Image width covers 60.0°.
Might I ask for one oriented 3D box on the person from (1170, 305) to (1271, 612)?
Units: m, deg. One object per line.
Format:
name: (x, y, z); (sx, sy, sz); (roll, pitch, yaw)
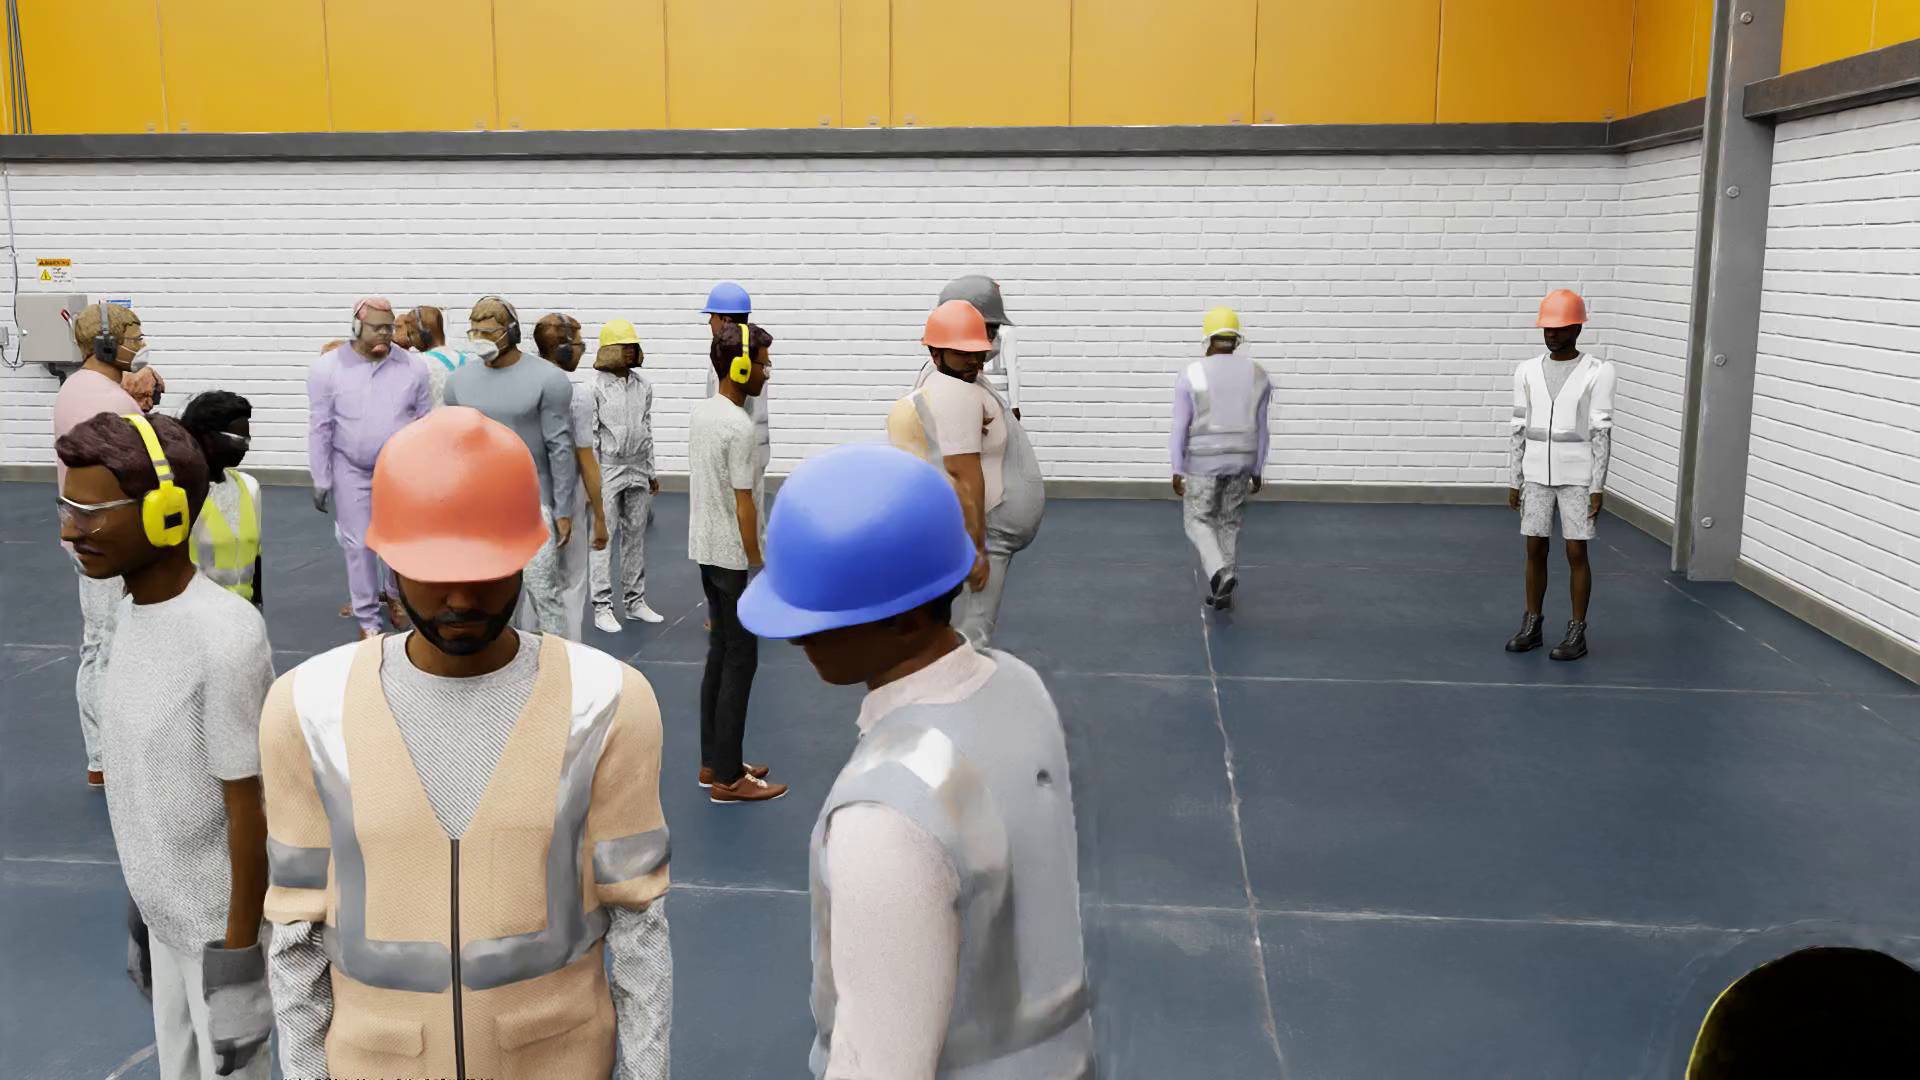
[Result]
person: (1.514, -0.441, 9.605); (0.602, 1.820, 0.583); (-2, 10, -11)

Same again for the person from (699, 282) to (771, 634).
person: (-1.242, -0.448, 9.242); (0.388, 1.949, 0.602); (2, 10, 9)

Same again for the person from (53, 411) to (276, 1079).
person: (-1.351, 0.699, 2.932); (0.331, 1.864, 0.506); (-10, 14, -44)

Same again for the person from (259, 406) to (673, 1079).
person: (-0.677, 0.768, 2.346); (0.550, 1.925, 0.390); (-2, 10, -11)

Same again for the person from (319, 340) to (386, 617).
person: (-3.525, -0.348, 9.638); (0.541, 1.608, 0.561); (8, 12, 37)

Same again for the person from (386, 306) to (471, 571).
person: (-3.202, -0.527, 10.151); (0.929, 1.781, 0.508); (3, 10, 17)

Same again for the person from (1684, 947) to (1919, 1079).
person: (0.510, 1.076, 1.137); (0.494, 1.727, 0.400); (-2, 10, -9)

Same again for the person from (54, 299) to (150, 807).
person: (-3.249, 0.053, 6.398); (0.356, 1.938, 0.633); (-8, 13, -38)

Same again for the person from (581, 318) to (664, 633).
person: (-1.897, -0.366, 9.351); (0.287, 1.746, 0.488); (8, 13, 38)

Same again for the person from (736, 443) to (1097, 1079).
person: (0.015, 0.796, 2.305); (0.443, 1.906, 0.793); (4, 11, 20)

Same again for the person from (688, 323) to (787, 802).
person: (-0.864, 0.094, 6.416); (0.346, 1.855, 0.533); (-5, 11, -28)

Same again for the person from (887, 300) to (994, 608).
person: (-0.024, 0.042, 6.464); (0.376, 1.935, 0.550); (9, 13, 42)

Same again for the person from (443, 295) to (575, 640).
person: (-2.046, -0.143, 7.575); (0.636, 1.927, 0.381); (2, 10, 13)

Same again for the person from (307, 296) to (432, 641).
person: (-3.133, -0.352, 8.890); (0.663, 1.889, 0.465); (-5, 11, -27)

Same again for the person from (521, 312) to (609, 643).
person: (-1.877, -0.132, 7.733); (0.550, 1.838, 0.365); (7, 12, 34)

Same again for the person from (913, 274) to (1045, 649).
person: (0.067, -0.040, 6.643); (0.538, 2.000, 0.683); (-1, 10, -8)

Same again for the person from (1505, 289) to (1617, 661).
person: (3.101, -0.332, 8.653); (0.539, 1.929, 0.387); (9, 13, 41)

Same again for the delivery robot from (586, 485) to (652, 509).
delivery robot: (-2.729, -0.445, 12.941); (0.707, 0.478, 0.477); (8, 13, 39)
